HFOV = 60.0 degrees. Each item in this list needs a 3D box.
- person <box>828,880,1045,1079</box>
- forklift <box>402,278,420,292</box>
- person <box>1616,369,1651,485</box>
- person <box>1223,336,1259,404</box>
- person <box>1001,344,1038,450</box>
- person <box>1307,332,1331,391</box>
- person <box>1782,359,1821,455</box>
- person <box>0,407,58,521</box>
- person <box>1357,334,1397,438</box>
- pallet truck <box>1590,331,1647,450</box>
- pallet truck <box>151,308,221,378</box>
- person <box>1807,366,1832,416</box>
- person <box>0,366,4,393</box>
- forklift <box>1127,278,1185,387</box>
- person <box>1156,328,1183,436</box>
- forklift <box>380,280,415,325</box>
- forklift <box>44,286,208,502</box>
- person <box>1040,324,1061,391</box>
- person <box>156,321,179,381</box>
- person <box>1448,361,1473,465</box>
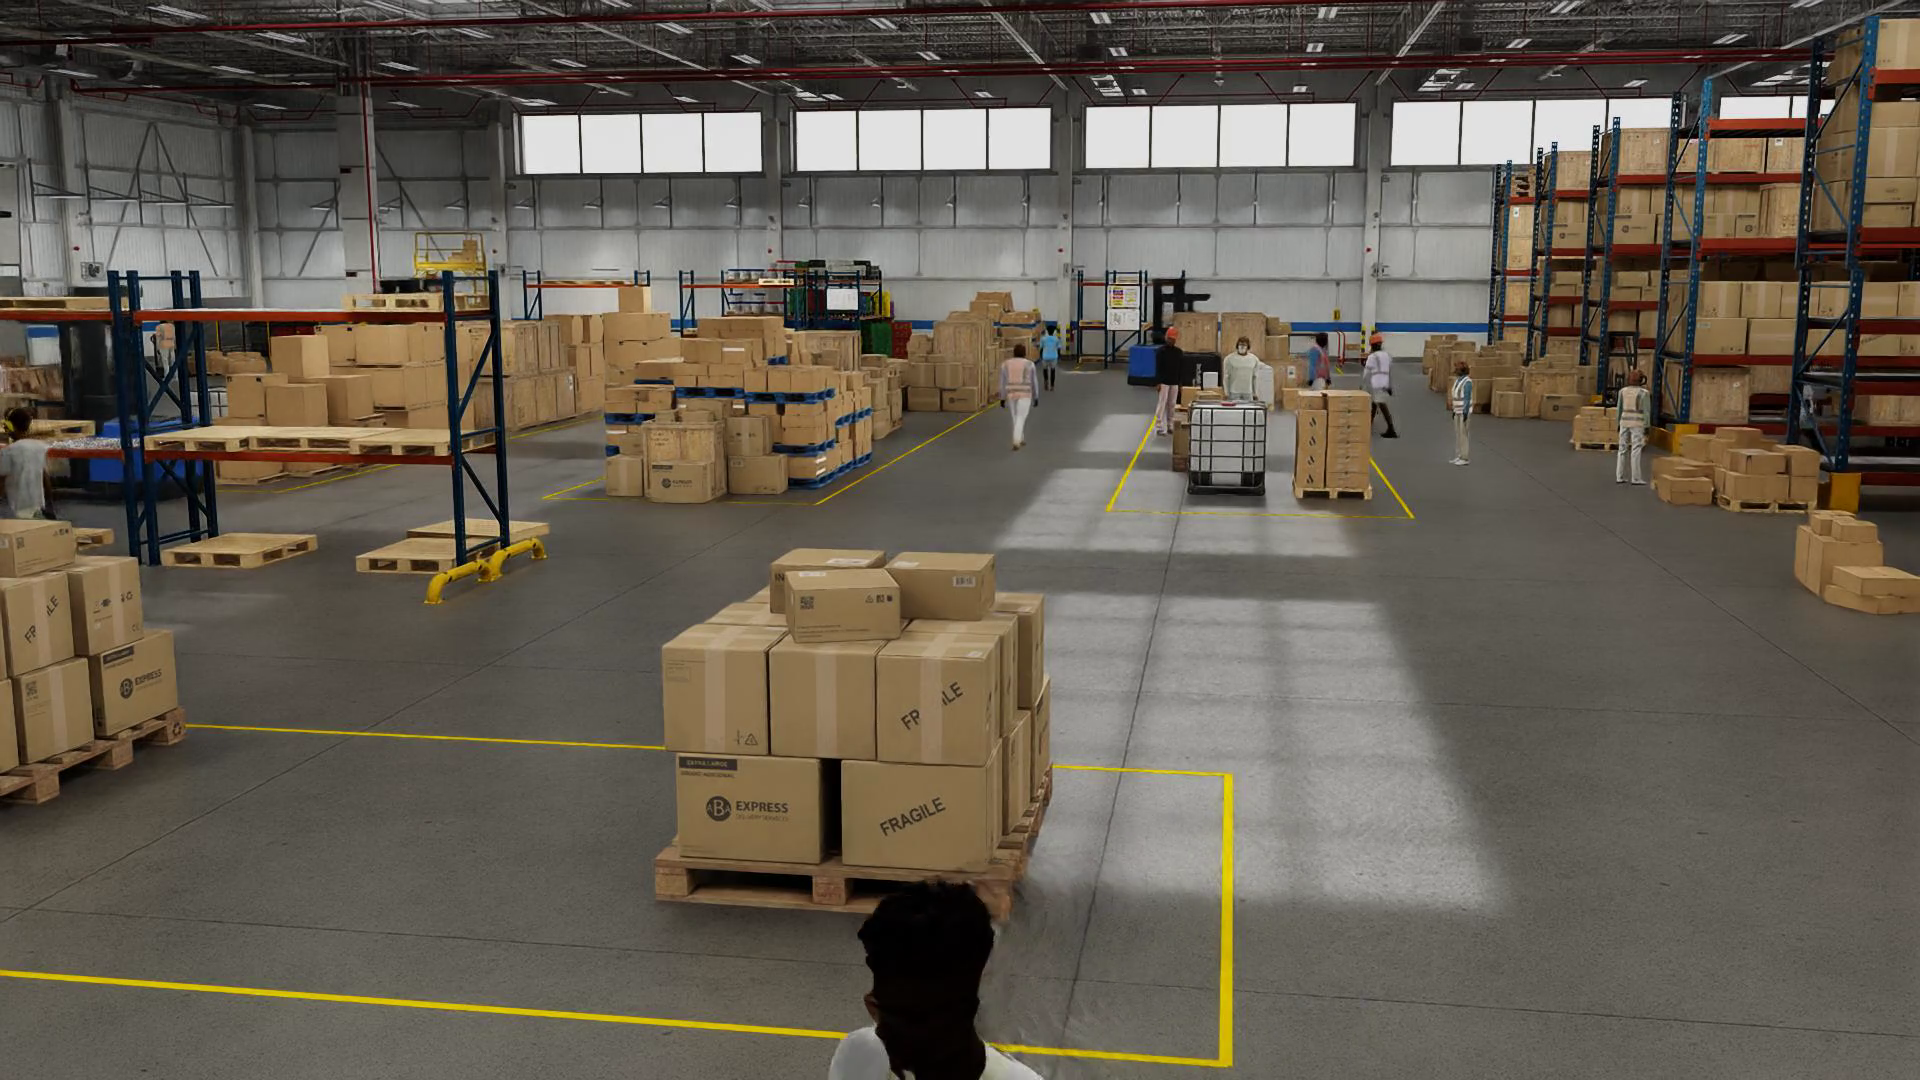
[{"bbox_3d":[-0.060,1.573,3.095,0.601,1.943,0.600,-8,12,-41],"label":"person"},{"bbox_3d":[-14.450,-5.540,44.084,1.873,2.768,1.129,-3,10,-19],"label":"forklift"},{"bbox_3d":[9.546,-1.597,23.589,0.309,1.636,0.523,-6,11,-32],"label":"person"},{"bbox_3d":[4.723,-2.454,27.959,0.627,1.935,0.372,-2,9,-10],"label":"person"},{"bbox_3d":[0.992,-2.433,28.255,0.635,1.806,0.940,4,10,23],"label":"person"},{"bbox_3d":[7.239,-3.203,32.964,0.901,1.802,0.659,5,10,28],"label":"person"},{"bbox_3d":[13.151,-2.003,26.040,0.863,1.651,0.540,3,10,16],"label":"person"},{"bbox_3d":[-8.383,-0.272,14.866,0.981,1.822,0.512,1,9,8],"label":"person"},{"bbox_3d":[7.613,-2.802,30.340,0.568,1.871,1.031,-7,12,-37],"label":"person"},{"bbox_3d":[11.253,-2.573,28.499,0.823,1.965,1.885,5,10,27],"label":"pallet truck"},{"bbox_3d":[-21.869,-5.598,47.154,0.823,1.965,1.885,4,10,26],"label":"pallet truck"},{"bbox_3d":[16.017,-2.946,30.985,0.364,1.935,0.553,-3,10,-17],"label":"person"},{"bbox_3d":[-15.527,-2.212,26.677,0.641,1.886,1.061,4,10,25],"label":"person"},{"bbox_3d":[5.356,-5.372,43.046,1.873,2.768,1.129,-7,12,-38],"label":"forklift"},{"bbox_3d":[3.851,-2.898,30.518,0.612,1.991,0.392,-6,11,-33],"label":"person"},{"bbox_3d":[-11.981,-4.170,35.631,1.873,2.768,1.129,1,9,9],"label":"forklift"},{"bbox_3d":[-11.043,-1.928,21.806,1.873,2.768,1.129,1,9,9],"label":"forklift"},{"bbox_3d":[2.280,-4.586,41.886,0.551,1.676,0.494,0,9,1],"label":"person"},{"bbox_3d":[-21.648,-5.266,45.357,0.399,1.919,0.586,5,11,29],"label":"person"},{"bbox_3d":[7.842,-1.983,25.990,0.317,1.631,0.523,-1,9,-5],"label":"person"}]
